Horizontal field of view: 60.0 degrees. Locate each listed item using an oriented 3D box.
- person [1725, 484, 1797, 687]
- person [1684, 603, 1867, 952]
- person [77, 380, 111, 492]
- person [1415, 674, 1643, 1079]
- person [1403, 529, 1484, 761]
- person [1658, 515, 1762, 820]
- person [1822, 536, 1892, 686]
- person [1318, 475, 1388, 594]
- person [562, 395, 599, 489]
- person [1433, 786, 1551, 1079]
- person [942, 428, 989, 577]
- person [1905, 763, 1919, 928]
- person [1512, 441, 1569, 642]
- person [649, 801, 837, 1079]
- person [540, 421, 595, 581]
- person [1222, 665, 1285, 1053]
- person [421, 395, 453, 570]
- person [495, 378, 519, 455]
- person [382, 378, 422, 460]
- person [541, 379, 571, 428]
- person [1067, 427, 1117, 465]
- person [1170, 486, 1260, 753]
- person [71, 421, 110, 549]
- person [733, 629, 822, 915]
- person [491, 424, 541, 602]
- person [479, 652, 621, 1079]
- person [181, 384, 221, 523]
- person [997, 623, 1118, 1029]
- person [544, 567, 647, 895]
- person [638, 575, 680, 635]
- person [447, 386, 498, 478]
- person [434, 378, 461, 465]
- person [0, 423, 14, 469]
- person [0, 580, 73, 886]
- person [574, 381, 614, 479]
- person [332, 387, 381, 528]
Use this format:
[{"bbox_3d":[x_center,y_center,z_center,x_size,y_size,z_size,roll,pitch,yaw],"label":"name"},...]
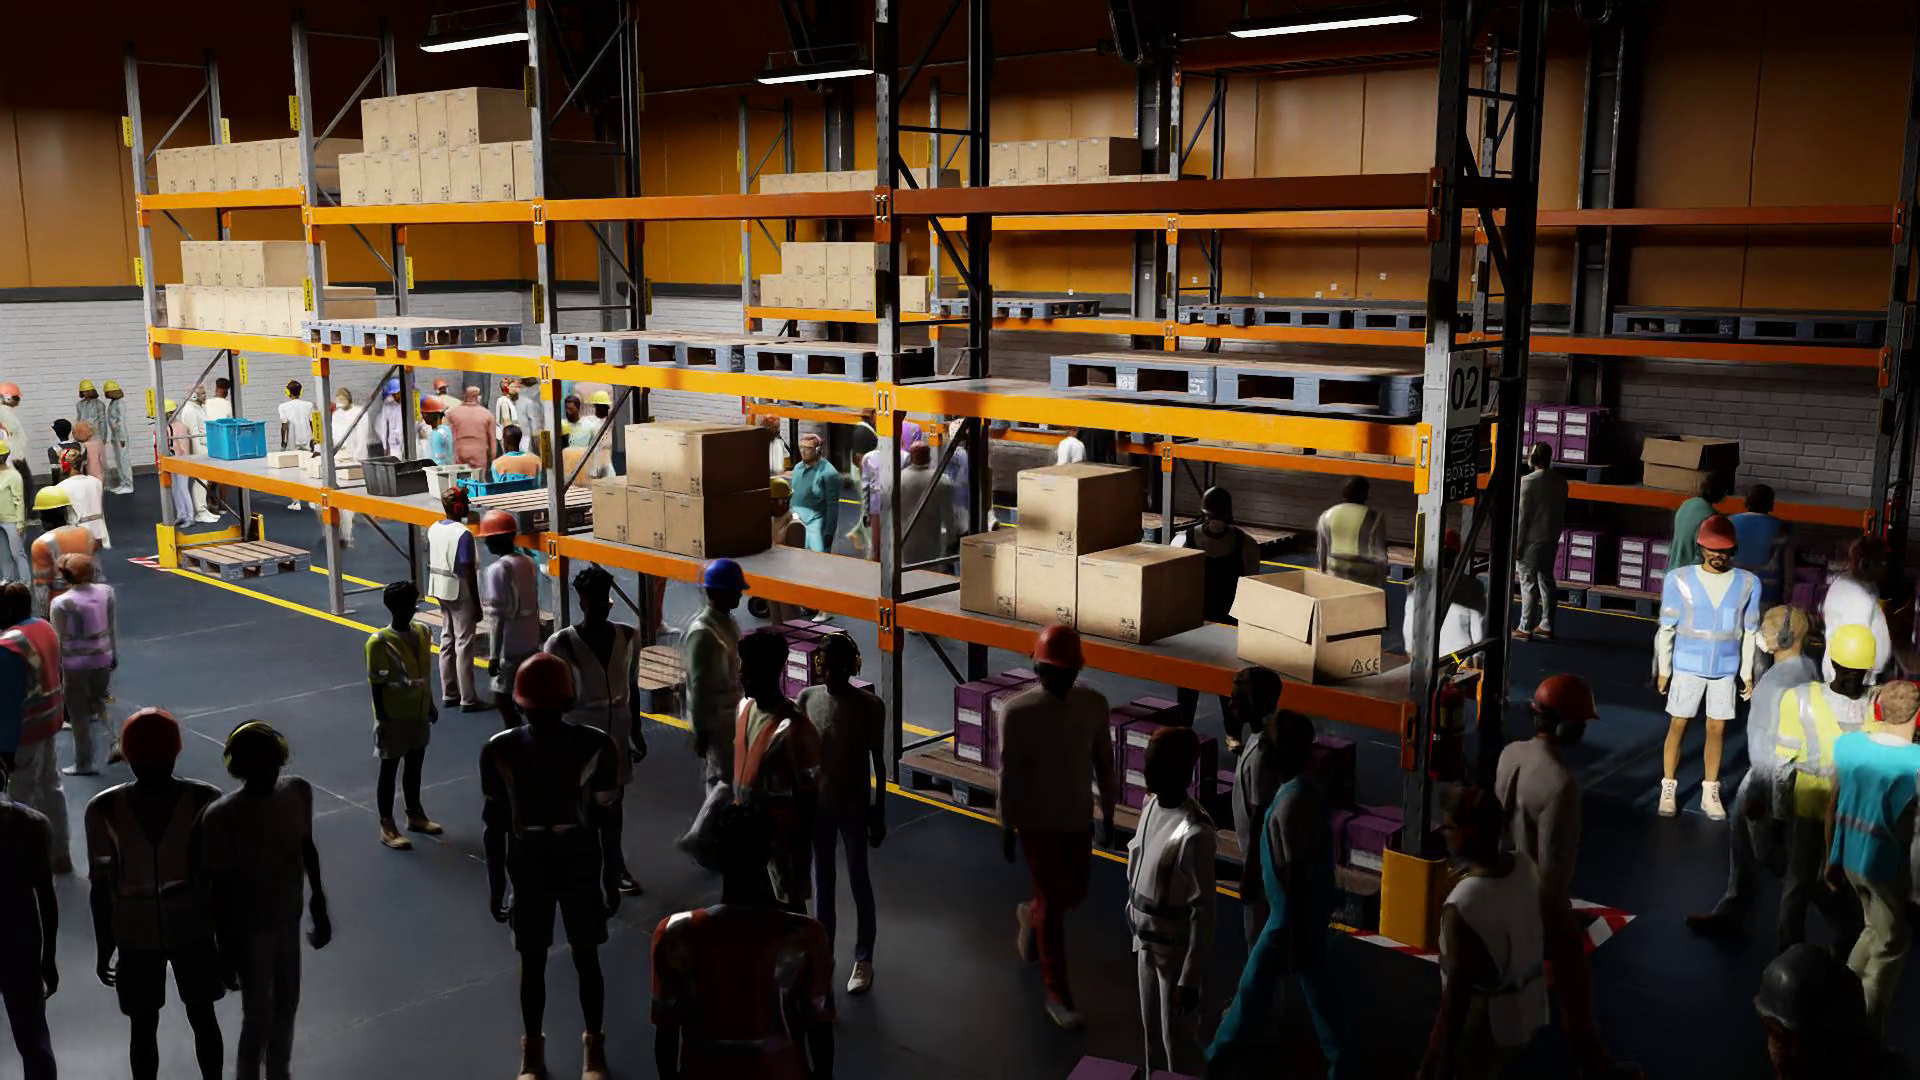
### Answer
[{"bbox_3d":[6.555,0.446,13.793,0.645,1.831,0.431,6,12,31],"label":"person"},{"bbox_3d":[4.397,1.280,8.827,0.873,1.914,0.637,7,12,33],"label":"person"},{"bbox_3d":[-13.369,-1.598,25.606,0.487,1.737,0.320,2,10,13],"label":"person"},{"bbox_3d":[2.518,1.535,7.338,1.036,1.935,0.606,-2,10,-12],"label":"person"},{"bbox_3d":[3.509,0.786,12.100,0.565,1.740,0.345,3,11,19],"label":"person"},{"bbox_3d":[4.913,0.841,10.932,0.610,2.042,0.396,2,10,12],"label":"person"},{"bbox_3d":[5.862,0.906,10.966,0.514,1.894,0.664,4,11,20],"label":"person"},{"bbox_3d":[3.367,0.352,14.293,0.649,1.829,0.482,9,13,41],"label":"person"},{"bbox_3d":[-4.825,-0.868,20.943,0.590,1.919,0.397,2,10,12],"label":"person"},{"bbox_3d":[1.963,1.799,6.122,0.481,1.822,0.599,9,13,41],"label":"person"},{"bbox_3d":[0.115,-0.409,18.481,0.992,1.877,0.554,9,13,41],"label":"person"},{"bbox_3d":[4.521,1.557,7.356,0.622,1.879,0.461,0,10,-2],"label":"person"},{"bbox_3d":[5.540,0.015,15.937,0.623,1.932,0.367,-6,12,-31],"label":"person"},{"bbox_3d":[-0.714,1.828,5.564,0.612,1.963,0.361,0,10,0],"label":"person"},{"bbox_3d":[-4.342,-0.398,18.442,0.594,1.861,1.046,-10,14,-44],"label":"person"},{"bbox_3d":[1.417,1.490,7.845,0.340,1.839,0.503,3,10,16],"label":"person"},{"bbox_3d":[-6.105,-0.669,19.459,0.366,2.047,0.608,-2,10,-13],"label":"person"},{"bbox_3d":[-6.693,-1.478,24.594,0.390,1.847,0.563,-3,11,-17],"label":"person"},{"bbox_3d":[-7.861,-1.325,23.504,0.622,1.932,0.419,0,10,1],"label":"person"},{"bbox_3d":[-6.541,-1.949,27.005,0.478,1.946,0.655,-7,12,-34],"label":"person"},{"bbox_3d":[1.557,-0.792,20.355,0.618,1.969,0.764,-2,10,-10],"label":"person"},{"bbox_3d":[1.883,0.586,12.376,0.683,2.000,0.536,1,10,5],"label":"person"},{"bbox_3d":[-11.003,-0.685,20.790,0.713,1.597,0.538,0,10,1],"label":"person"},{"bbox_3d":[-0.907,1.390,8.038,0.374,1.966,0.607,-8,13,-38],"label":"person"},{"bbox_3d":[-4.655,-0.261,17.505,0.392,1.922,0.592,8,13,37],"label":"person"},{"bbox_3d":[-1.799,1.482,7.349,0.602,2.035,0.409,-1,10,-8],"label":"person"},{"bbox_3d":[-10.405,-1.192,22.814,0.409,1.908,0.639,-3,11,-18],"label":"person"},{"bbox_3d":[0.459,1.345,8.305,0.621,1.968,0.855,-4,11,-22],"label":"person"},{"bbox_3d":[-2.090,1.115,9.595,0.608,1.965,0.370,-8,13,-38],"label":"person"},{"bbox_3d":[-2.971,-0.013,16.156,0.409,1.906,0.602,-8,13,-38],"label":"person"},{"bbox_3d":[-6.639,-1.152,22.678,0.663,1.871,0.691,-1,10,-6],"label":"person"},{"bbox_3d":[-8.119,-1.700,26.263,0.597,1.714,0.814,-5,11,-25],"label":"person"},{"bbox_3d":[-12.008,-0.693,20.811,0.348,1.627,0.546,0,10,-1],"label":"person"},{"bbox_3d":[-5.539,1.137,9.835,0.429,1.841,0.635,-1,10,-7],"label":"person"},{"bbox_3d":[-5.882,-1.901,26.782,0.665,1.917,0.501,-3,10,-16],"label":"person"},{"bbox_3d":[-8.118,-1.111,22.414,0.644,1.911,0.651,5,11,27],"label":"person"}]
